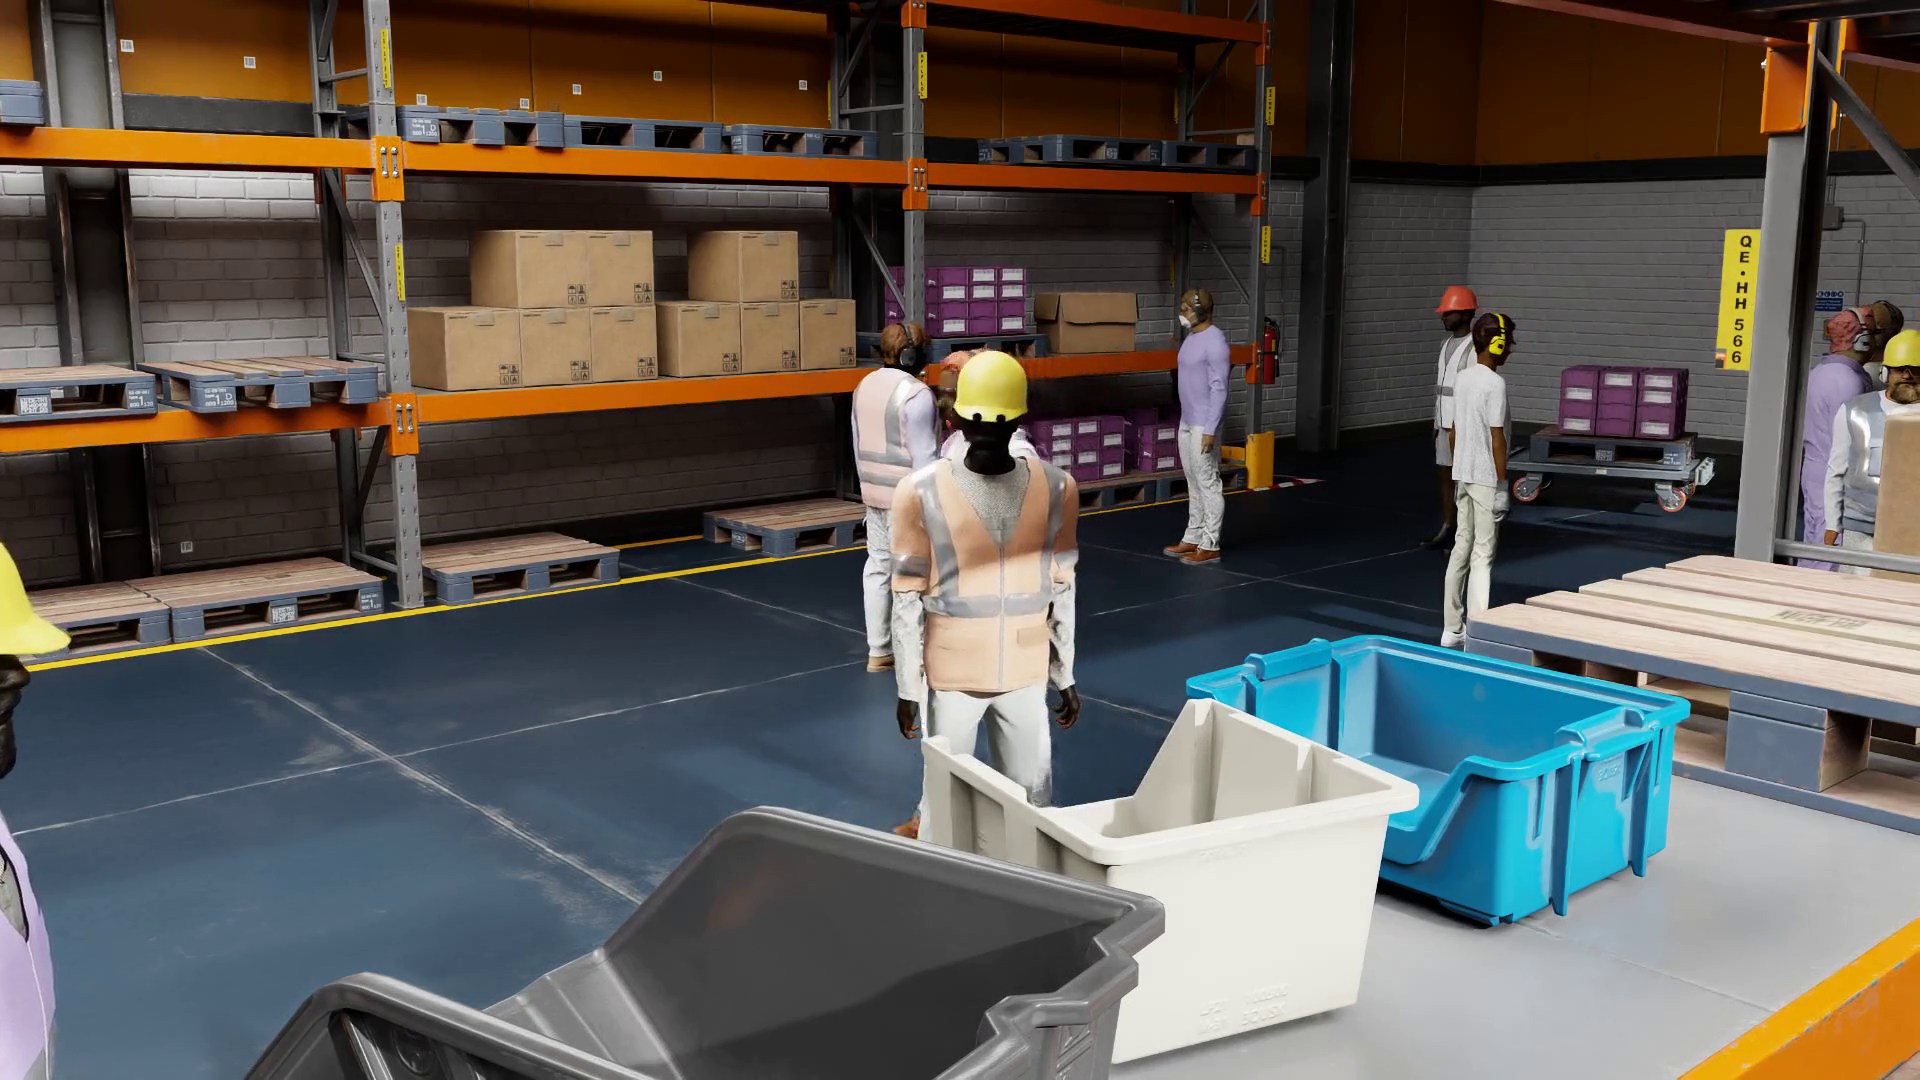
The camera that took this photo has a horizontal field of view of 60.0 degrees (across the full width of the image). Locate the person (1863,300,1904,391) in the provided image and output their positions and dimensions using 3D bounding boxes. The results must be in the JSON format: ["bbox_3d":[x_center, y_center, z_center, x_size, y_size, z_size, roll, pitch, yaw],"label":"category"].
[{"bbox_3d":[4.865,-0.306,8.898,0.375,1.936,0.628,-7,12,-33],"label":"person"}]

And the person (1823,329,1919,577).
[{"bbox_3d":[4.447,-0.085,7.945,0.590,1.833,0.404,4,11,21],"label":"person"}]

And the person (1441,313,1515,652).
[{"bbox_3d":[2.853,-0.296,9.062,0.329,1.861,0.507,-2,10,-14],"label":"person"}]

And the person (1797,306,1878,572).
[{"bbox_3d":[4.580,-0.248,8.637,0.410,1.913,0.651,3,10,14],"label":"person"}]

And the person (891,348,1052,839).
[{"bbox_3d":[0.038,0.245,6.037,0.762,1.855,0.606,-7,12,-34],"label":"person"}]

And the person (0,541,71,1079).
[{"bbox_3d":[-1.299,0.907,2.152,0.394,1.919,0.589,-3,11,-18],"label":"person"}]

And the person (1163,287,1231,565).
[{"bbox_3d":[1.679,-0.795,11.648,0.370,1.934,0.627,-2,10,-11],"label":"person"}]

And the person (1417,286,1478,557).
[{"bbox_3d":[3.543,-0.844,11.908,0.373,1.934,0.551,-3,11,-16],"label":"person"}]

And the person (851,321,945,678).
[{"bbox_3d":[-0.298,-0.197,8.549,0.430,1.844,0.624,-7,12,-35],"label":"person"}]

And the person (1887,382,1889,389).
[{"bbox_3d":[5.101,-0.288,8.671,0.628,1.986,0.675,6,12,31],"label":"person"}]

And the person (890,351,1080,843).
[{"bbox_3d":[0.089,0.393,5.014,0.591,1.923,0.381,-3,11,-16],"label":"person"}]
